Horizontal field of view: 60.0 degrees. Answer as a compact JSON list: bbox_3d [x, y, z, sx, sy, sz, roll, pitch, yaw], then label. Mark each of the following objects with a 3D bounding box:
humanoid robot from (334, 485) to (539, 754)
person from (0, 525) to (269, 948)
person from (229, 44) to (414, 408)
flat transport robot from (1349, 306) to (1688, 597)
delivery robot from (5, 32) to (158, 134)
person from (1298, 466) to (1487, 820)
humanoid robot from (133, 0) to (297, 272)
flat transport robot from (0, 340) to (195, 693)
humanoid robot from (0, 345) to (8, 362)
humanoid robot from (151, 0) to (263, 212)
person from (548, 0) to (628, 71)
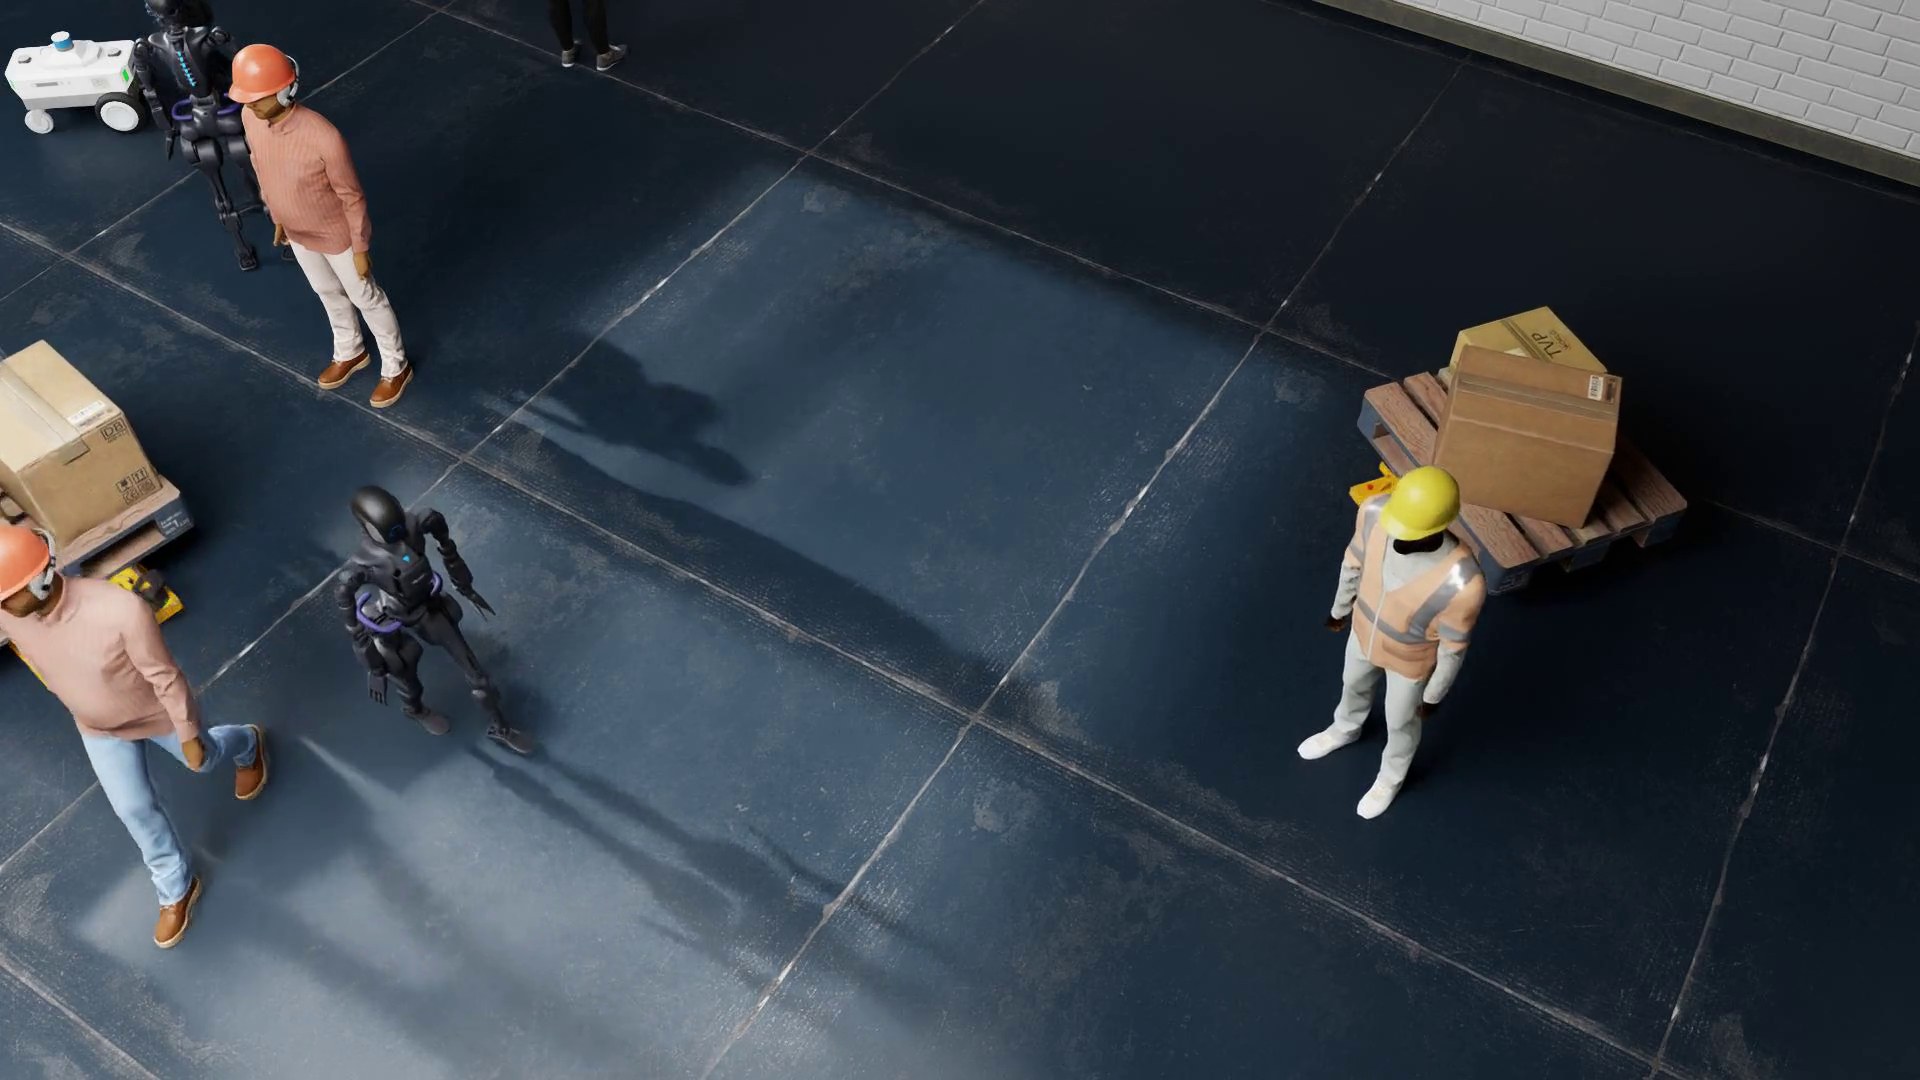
[{"bbox_3d":[-2.154,0.325,6.611,0.650,1.627,0.602,28,54,22],"label":"humanoid robot"},{"bbox_3d":[-3.077,0.613,6.173,0.626,1.946,0.932,0,49,0],"label":"person"},{"bbox_3d":[-3.068,-1.488,7.972,0.609,1.995,0.376,20,52,17],"label":"person"},{"bbox_3d":[2.678,-0.239,8.024,1.431,0.231,0.659,-17,51,-14],"label":"flat transport robot"},{"bbox_3d":[-5.301,-2.781,10.069,0.811,0.613,0.499,-6,49,-5],"label":"delivery robot"},{"bbox_3d":[1.643,0.393,6.386,0.418,1.913,0.598,-28,54,-22],"label":"person"},{"bbox_3d":[-3.926,-2.170,8.766,0.599,1.659,0.315,-11,50,-10],"label":"humanoid robot"},{"bbox_3d":[-4.312,0.087,7.739,1.431,0.231,0.659,34,57,26],"label":"flat transport robot"},{"bbox_3d":[-4.980,-1.236,7.967,0.541,1.865,0.663,-32,56,-25],"label":"humanoid robot"},{"bbox_3d":[-4.065,-2.519,9.080,0.347,1.655,0.599,-18,51,-15],"label":"humanoid robot"},{"bbox_3d":[-2.378,-3.668,10.031,0.770,1.756,0.451,11,50,10],"label":"person"}]
